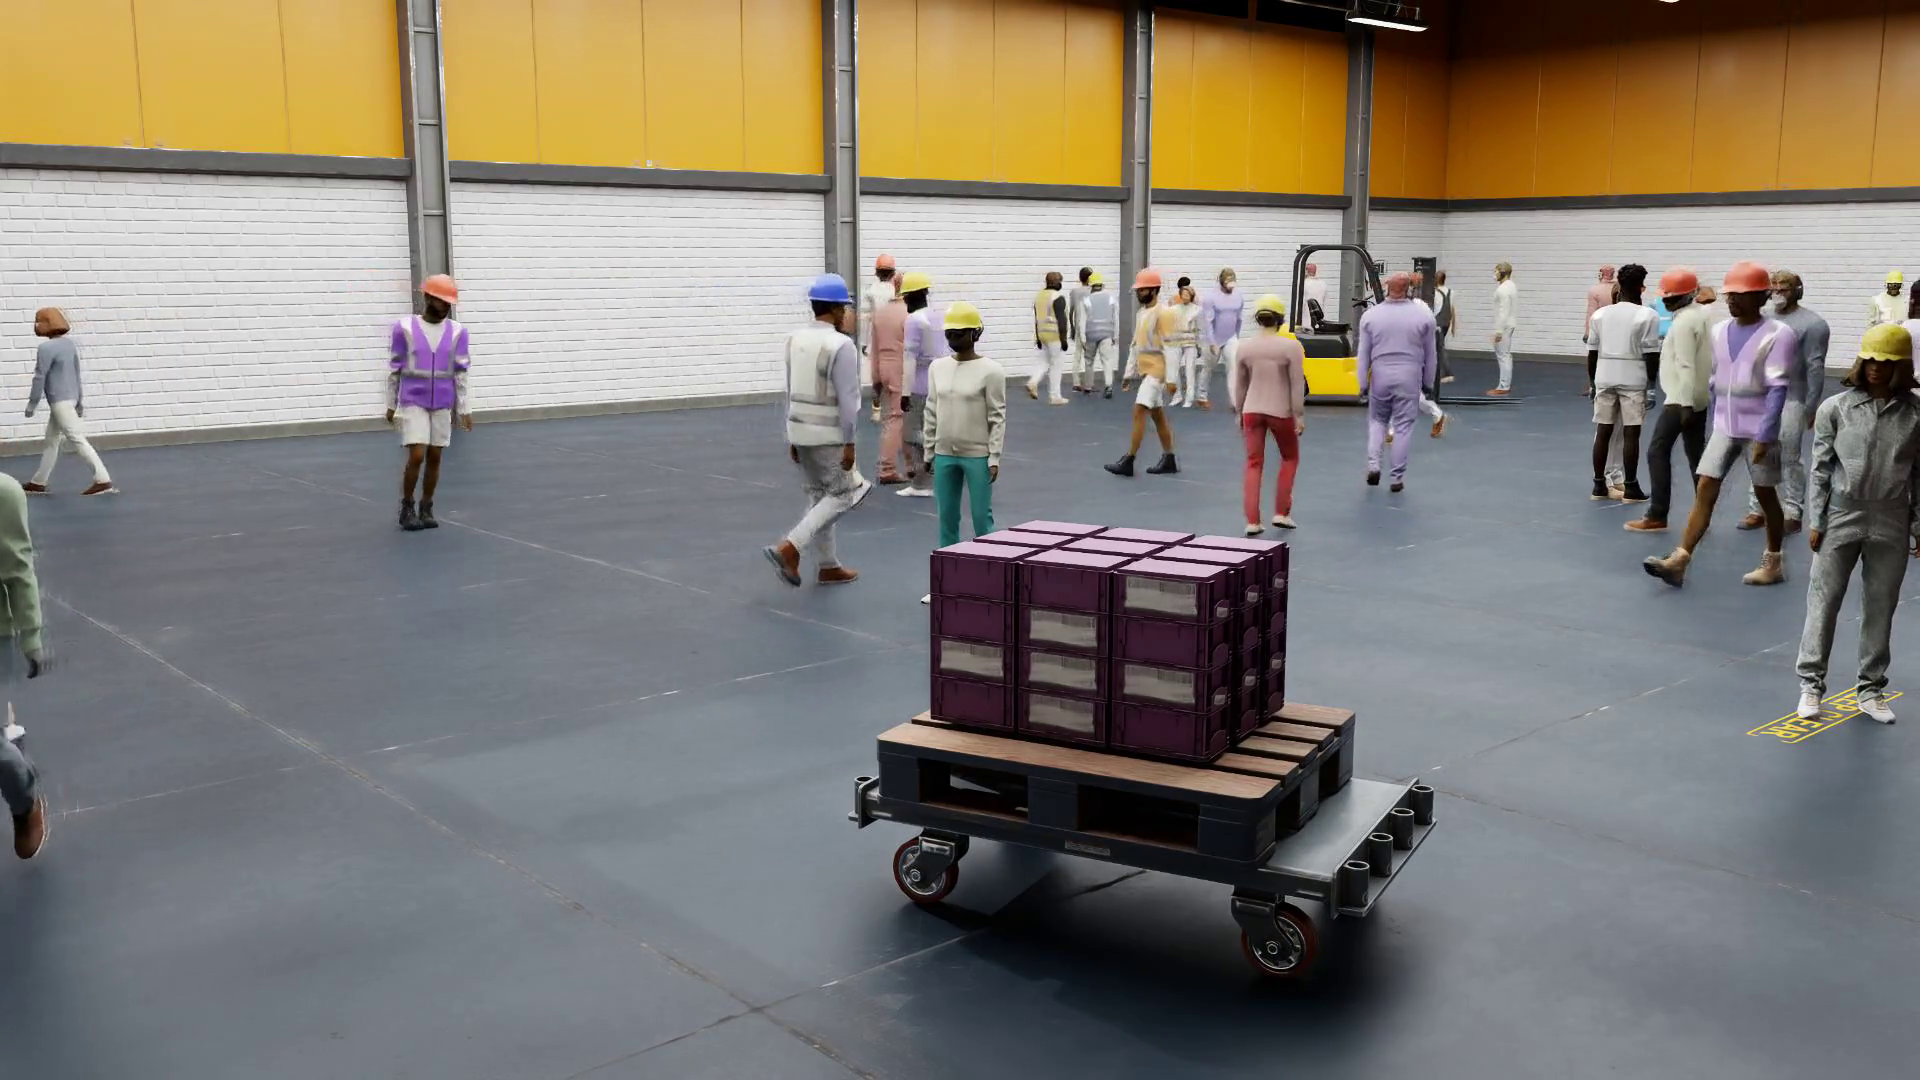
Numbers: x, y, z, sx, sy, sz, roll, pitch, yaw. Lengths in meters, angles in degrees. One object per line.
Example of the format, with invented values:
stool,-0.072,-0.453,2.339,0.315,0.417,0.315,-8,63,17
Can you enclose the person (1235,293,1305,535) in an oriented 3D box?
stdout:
person,2.278,-0.914,12.138,0.560,1.748,0.594,6,11,30

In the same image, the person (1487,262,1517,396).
person,7.855,-3.043,24.055,0.352,1.937,0.635,5,11,25

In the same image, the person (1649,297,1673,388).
person,10.754,-3.143,25.347,0.532,1.698,0.319,7,12,34

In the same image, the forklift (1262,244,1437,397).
forklift,5.256,-2.933,22.661,2.313,2.155,1.214,3,10,16

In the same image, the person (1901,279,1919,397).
person,7.055,-0.961,12.099,0.643,1.873,0.947,-2,10,-11

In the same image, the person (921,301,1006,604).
person,0.015,-0.486,9.589,0.525,1.769,0.309,5,11,29

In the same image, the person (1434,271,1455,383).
person,7.679,-3.411,26.663,0.536,1.794,0.996,-4,11,-25

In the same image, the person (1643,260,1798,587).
person,4.677,-0.679,10.053,1.043,1.982,0.616,-5,11,-26

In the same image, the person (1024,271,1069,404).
person,1.229,-2.757,22.726,0.522,1.826,0.632,-5,11,-27

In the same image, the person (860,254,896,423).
person,-0.900,-2.439,20.215,0.611,2.043,0.374,-1,10,-3

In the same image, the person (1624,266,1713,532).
person,5.301,-1.015,12.206,0.518,1.953,0.745,8,13,39

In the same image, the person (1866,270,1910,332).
person,12.992,-2.843,23.233,0.591,1.825,0.403,3,10,17

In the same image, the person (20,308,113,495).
person,-7.614,-1.160,14.043,0.854,1.583,0.514,-1,10,-4

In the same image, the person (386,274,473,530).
person,-3.900,-1.006,12.269,0.581,1.886,0.581,-6,11,-32

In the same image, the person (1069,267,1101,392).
person,1.860,-3.122,24.733,0.533,1.864,0.310,7,12,36

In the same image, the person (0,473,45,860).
person,-3.185,0.322,5.284,0.516,1.617,0.394,0,10,-2

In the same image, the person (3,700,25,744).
person,-4.088,0.101,6.607,0.343,1.615,0.609,3,10,16

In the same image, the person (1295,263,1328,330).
person,5.952,-3.763,28.370,0.652,1.904,0.402,-6,12,-33

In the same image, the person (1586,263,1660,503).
person,5.453,-1.287,13.688,0.373,1.966,0.607,-8,12,-39

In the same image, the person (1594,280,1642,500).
person,5.546,-1.269,13.956,0.429,1.844,0.626,8,13,40

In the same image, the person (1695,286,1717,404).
person,10.139,-2.675,22.844,0.520,1.612,0.565,-9,13,-44

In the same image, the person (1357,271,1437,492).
person,3.773,-1.364,14.358,0.653,1.890,0.474,4,10,21

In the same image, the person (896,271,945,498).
person,-0.240,-1.271,13.779,0.633,1.899,0.616,4,10,20

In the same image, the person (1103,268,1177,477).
person,1.649,-1.528,15.285,0.905,1.900,0.564,-3,10,-17

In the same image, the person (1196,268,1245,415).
person,3.372,-2.566,21.464,0.617,1.887,1.047,-3,10,-19

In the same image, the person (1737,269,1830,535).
person,6.003,-1.010,12.197,0.374,1.931,0.636,-5,11,-29

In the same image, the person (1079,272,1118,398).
person,1.995,-2.942,23.899,0.590,1.799,0.908,-1,10,-7

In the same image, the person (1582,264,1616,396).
person,9.262,-3.010,23.958,0.652,1.906,0.402,-3,10,-15

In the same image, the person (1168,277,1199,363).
person,3.609,-3.402,26.886,0.532,1.694,0.320,4,11,23

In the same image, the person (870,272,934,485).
person,-0.430,-1.446,14.899,0.863,1.876,0.652,-7,12,-36

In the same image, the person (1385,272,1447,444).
person,4.890,-1.951,17.902,0.698,1.867,0.587,-4,10,-20

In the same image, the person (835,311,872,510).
person,-0.933,-1.027,13.167,0.394,1.630,0.527,2,10,13

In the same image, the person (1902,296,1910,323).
person,10.705,-2.113,18.312,0.684,2.000,1.075,1,10,9

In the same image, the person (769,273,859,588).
person,-0.883,-0.633,10.000,0.680,1.925,0.620,-9,13,-42

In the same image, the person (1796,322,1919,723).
person,3.940,-0.067,7.213,0.487,1.741,0.313,3,10,15

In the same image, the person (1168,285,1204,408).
person,3.016,-2.589,22.287,0.539,1.636,0.334,7,12,34
